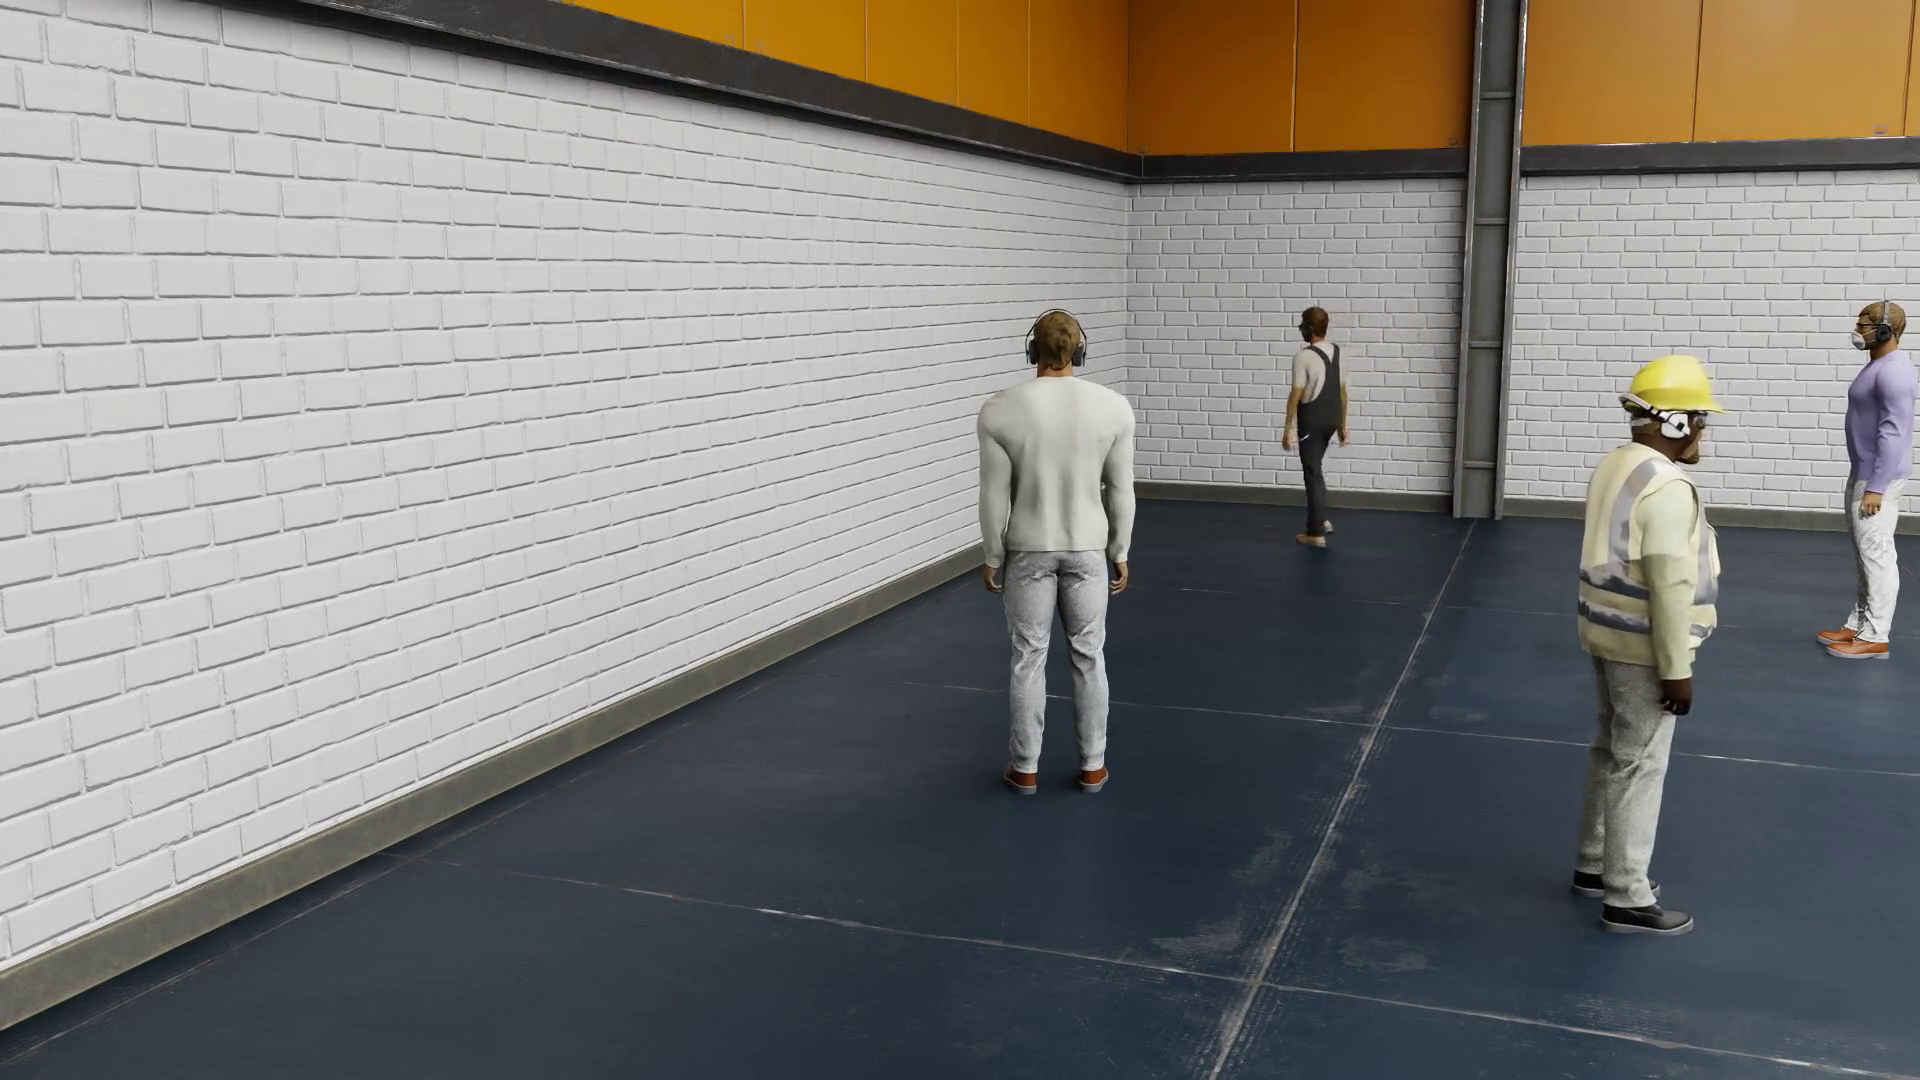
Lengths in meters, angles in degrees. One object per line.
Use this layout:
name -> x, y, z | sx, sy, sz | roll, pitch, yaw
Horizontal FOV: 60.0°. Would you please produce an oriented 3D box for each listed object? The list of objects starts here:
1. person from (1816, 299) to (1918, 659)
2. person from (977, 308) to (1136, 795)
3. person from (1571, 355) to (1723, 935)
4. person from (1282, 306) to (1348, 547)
person -> 4.944, -0.325, 9.016 | 0.373, 1.940, 0.627 | 3, 10, 21
person -> 0.379, 0.056, 6.628 | 0.632, 1.940, 0.372 | 0, 9, -2
person -> 2.185, 0.326, 5.309 | 0.403, 1.824, 0.600 | 1, 9, 5
person -> 2.691, -0.860, 12.712 | 0.550, 1.830, 0.441 | -6, 11, -34
